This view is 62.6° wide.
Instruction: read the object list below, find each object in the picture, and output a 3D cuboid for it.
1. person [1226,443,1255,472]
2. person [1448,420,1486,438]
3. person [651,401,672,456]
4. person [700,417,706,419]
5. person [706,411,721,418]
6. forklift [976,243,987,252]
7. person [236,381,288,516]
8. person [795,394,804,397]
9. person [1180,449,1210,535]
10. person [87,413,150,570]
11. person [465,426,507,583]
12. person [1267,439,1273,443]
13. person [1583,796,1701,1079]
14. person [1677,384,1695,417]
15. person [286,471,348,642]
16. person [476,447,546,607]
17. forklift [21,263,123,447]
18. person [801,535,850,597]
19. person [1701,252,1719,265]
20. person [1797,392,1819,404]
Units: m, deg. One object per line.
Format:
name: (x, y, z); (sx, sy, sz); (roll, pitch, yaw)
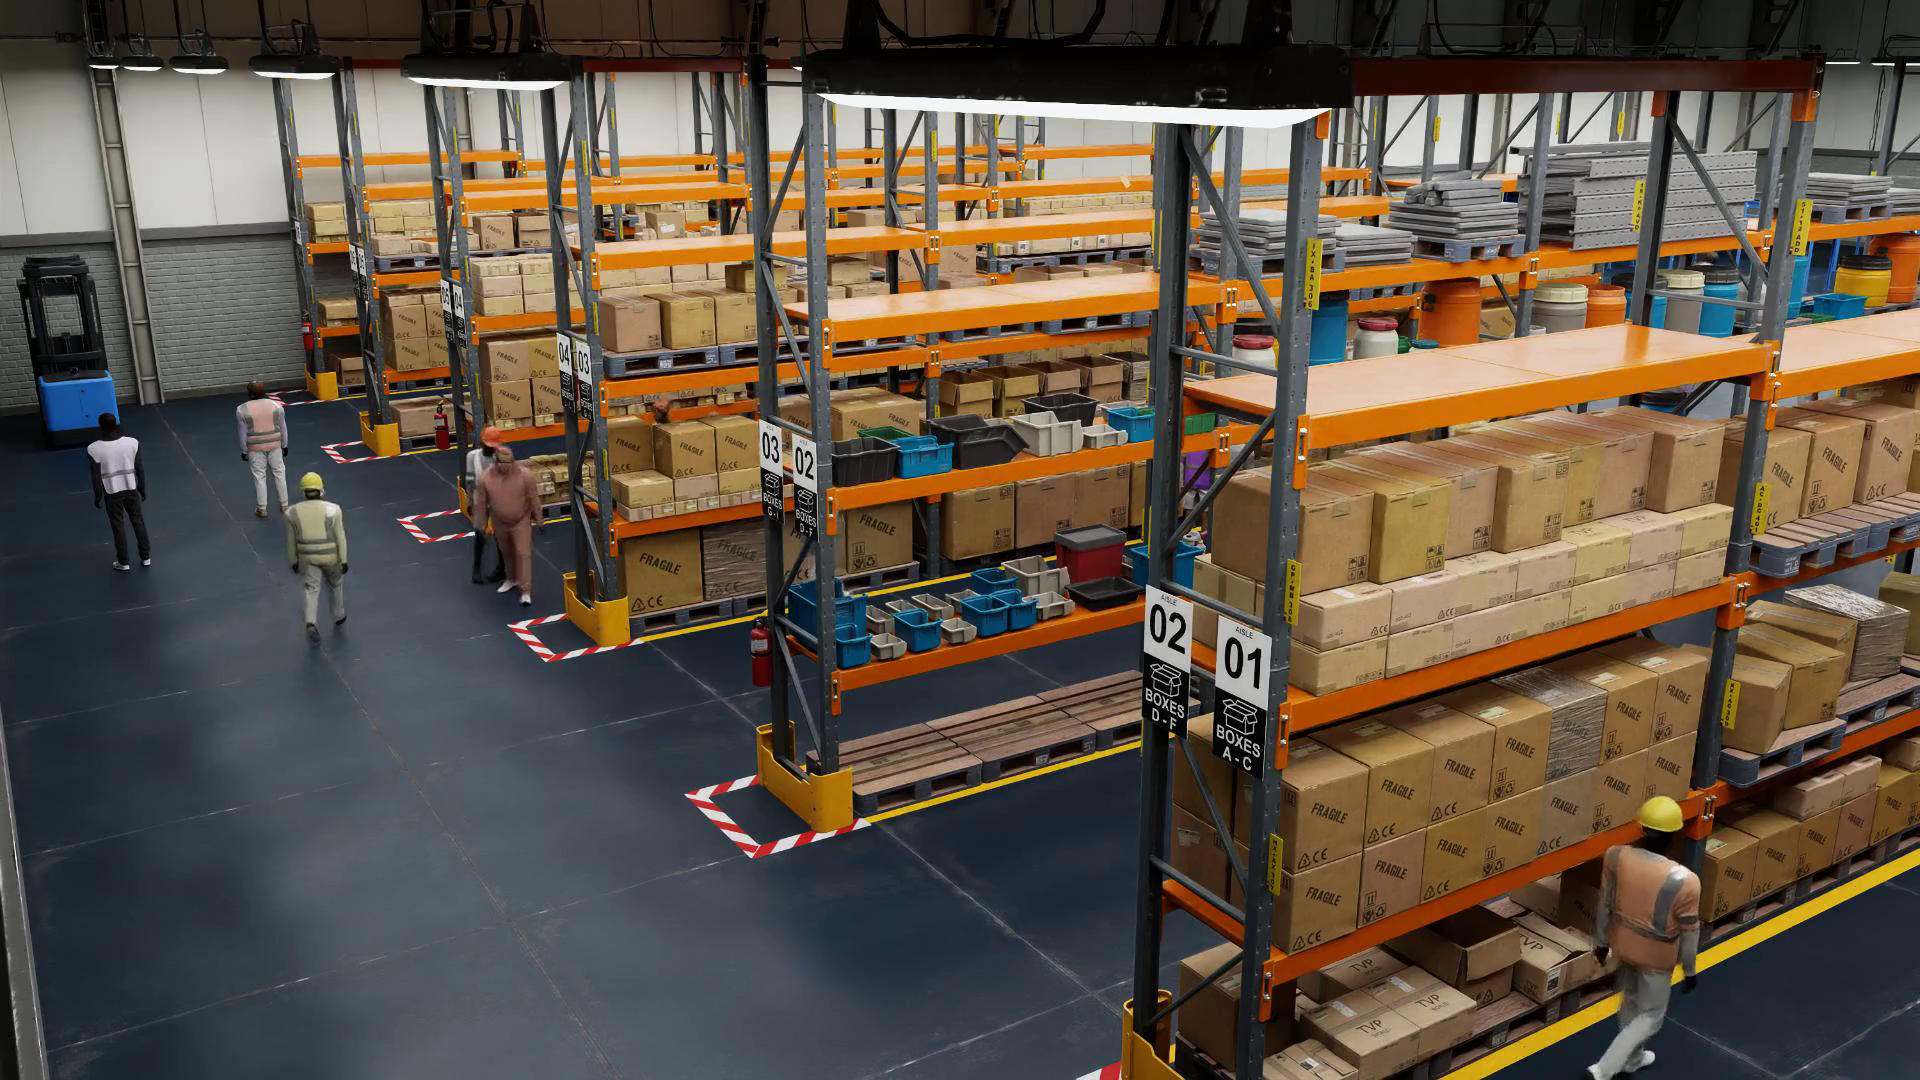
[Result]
person: (3.406, -0.555, 19.065); (0.328, 1.872, 0.513); (-10, 19, -29)
person: (6.523, -1.022, 20.473); (1.004, 1.958, 0.625); (-14, 22, -38)
person: (-3.692, -0.870, 20.136); (0.573, 1.848, 0.703); (5, 18, 17)
person: (-4.152, -2.454, 25.164); (0.619, 1.940, 0.642); (4, 17, 13)
person: (-3.155, -0.877, 20.521); (0.284, 1.633, 0.498); (-8, 19, -24)
forklift: (0.988, -5.474, 34.718); (1.214, 2.155, 2.313); (-10, 20, -31)
person: (-9.438, -1.252, 21.399); (0.633, 1.842, 0.429); (-12, 21, -35)
person: (-2.044, -0.941, 20.321); (1.055, 1.878, 0.646); (-14, 22, -38)
person: (2.962, -0.699, 19.441); (0.543, 1.928, 0.371); (11, 20, 31)
person: (-10.168, -0.590, 19.103); (0.590, 1.916, 0.389); (-16, 23, -41)
person: (-5.544, -0.417, 18.585); (0.597, 1.914, 0.437); (1, 17, 3)
person: (5.000, -2.313, 24.716); (0.373, 1.934, 0.551); (-14, 22, -38)
person: (3.999, 2.410, 9.297); (0.775, 1.902, 0.598); (-10, 19, -28)
person: (10.763, -2.000, 23.721); (0.589, 1.918, 0.392); (-10, 20, -30)
person: (-6.845, 0.174, 16.816); (0.595, 1.797, 0.848); (-3, 17, -9)
person: (-5.114, -0.179, 17.899); (0.725, 1.833, 1.043); (-1, 17, -4)
forklift: (-14.518, -3.079, 25.708); (1.129, 2.768, 1.873); (-10, 20, -31)
person: (-1.488, 0.149, 17.179); (0.628, 1.615, 0.497); (-10, 20, -31)
person: (17.024, -5.649, 35.885); (0.957, 1.789, 0.642); (0, 17, 0)
person: (12.604, -1.925, 23.570); (0.329, 1.864, 0.508); (3, 17, 9)
